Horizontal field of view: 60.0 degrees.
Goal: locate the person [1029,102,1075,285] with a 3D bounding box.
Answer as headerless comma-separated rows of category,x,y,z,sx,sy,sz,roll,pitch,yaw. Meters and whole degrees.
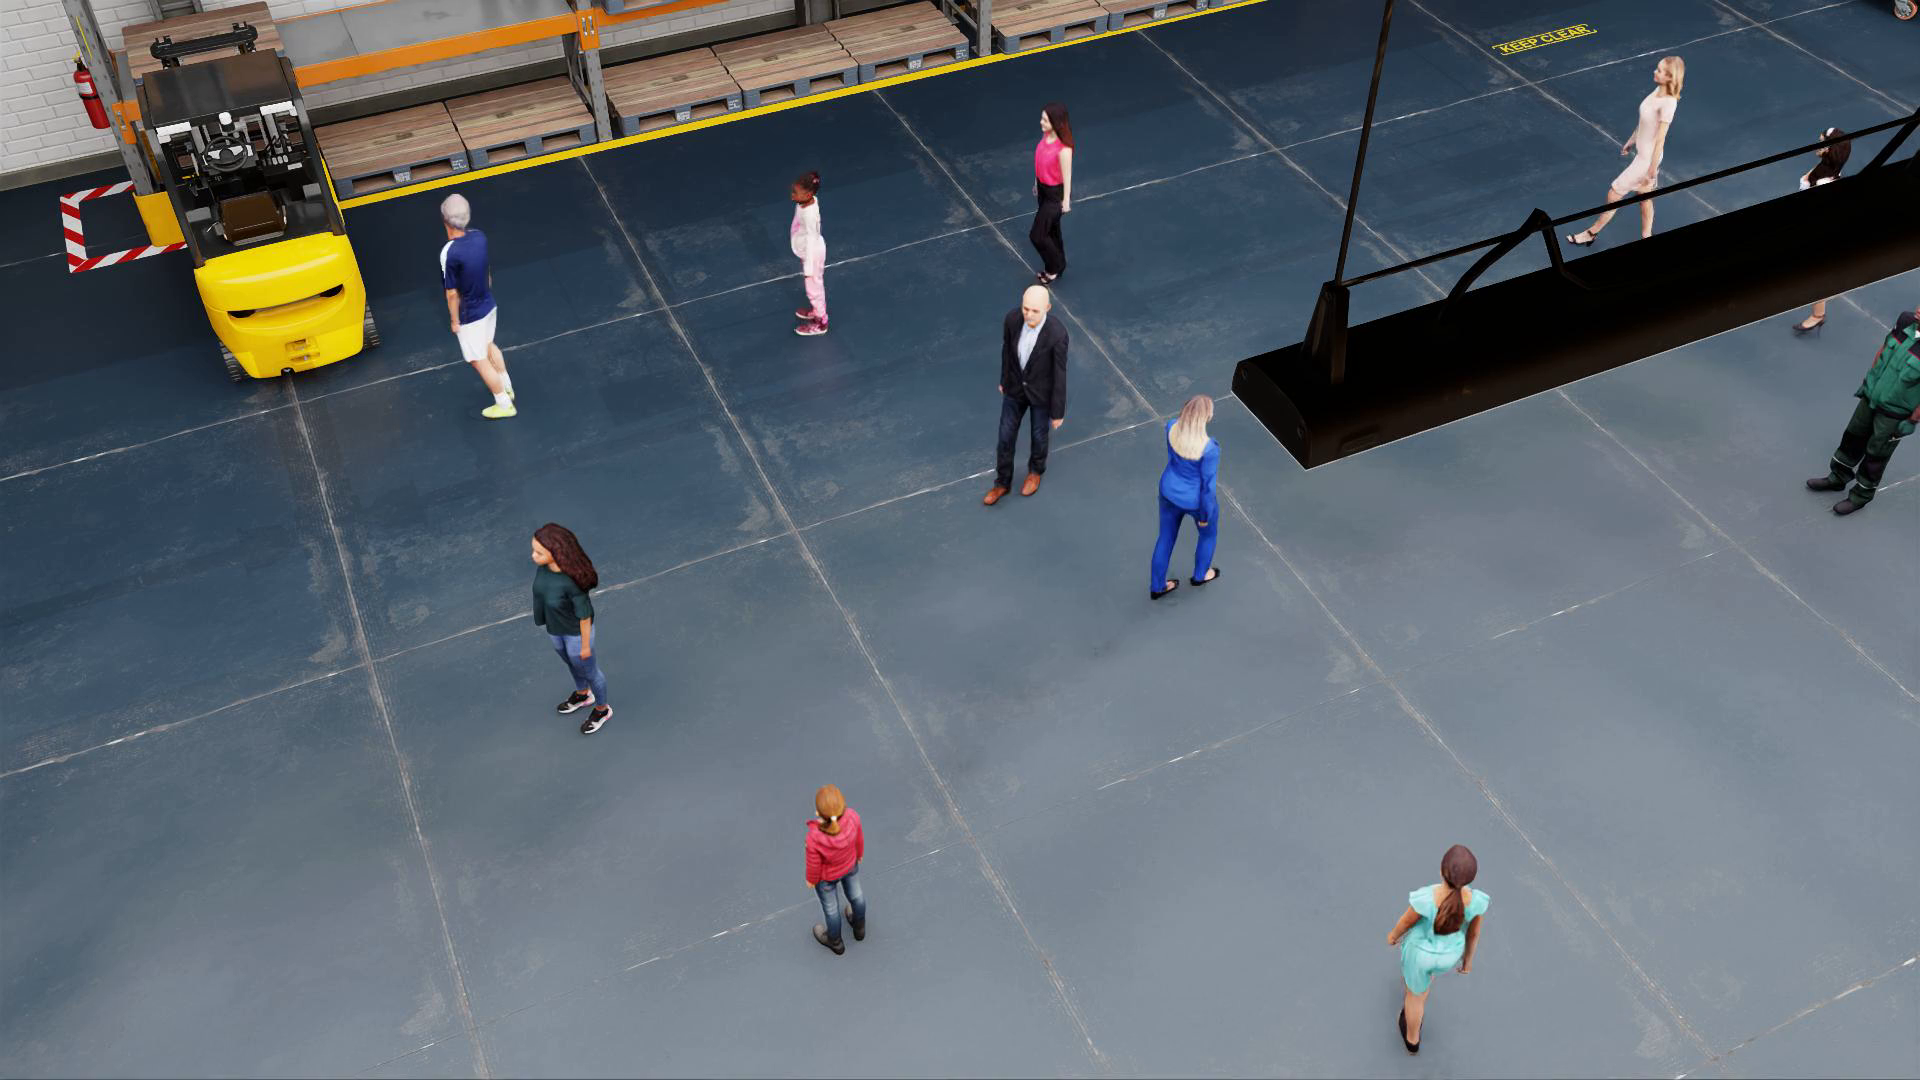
person,0.829,-2.825,13.603,0.642,1.648,0.611,-14,45,-14

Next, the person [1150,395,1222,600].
person,1.407,-0.225,10.847,0.762,1.686,0.852,34,53,30

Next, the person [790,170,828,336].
person,-1.190,-2.301,13.200,0.593,1.445,0.608,-2,44,-2

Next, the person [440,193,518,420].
person,-3.604,-1.701,12.298,0.818,1.820,0.767,5,44,5

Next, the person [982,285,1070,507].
person,0.537,-1.090,11.681,0.943,1.788,1.004,22,48,21

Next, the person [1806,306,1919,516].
person,6.445,-0.965,11.512,0.644,1.839,0.714,-12,45,-12

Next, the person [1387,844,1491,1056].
person,2.422,2.138,8.467,0.773,1.547,0.781,0,44,0

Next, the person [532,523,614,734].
person,-2.365,0.521,10.113,0.698,1.617,0.680,-34,53,-30

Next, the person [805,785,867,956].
person,-0.663,1.779,9.010,0.483,1.318,0.606,-26,49,-25

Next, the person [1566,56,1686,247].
person,5.800,-3.141,13.825,1.023,1.800,0.929,11,45,11
